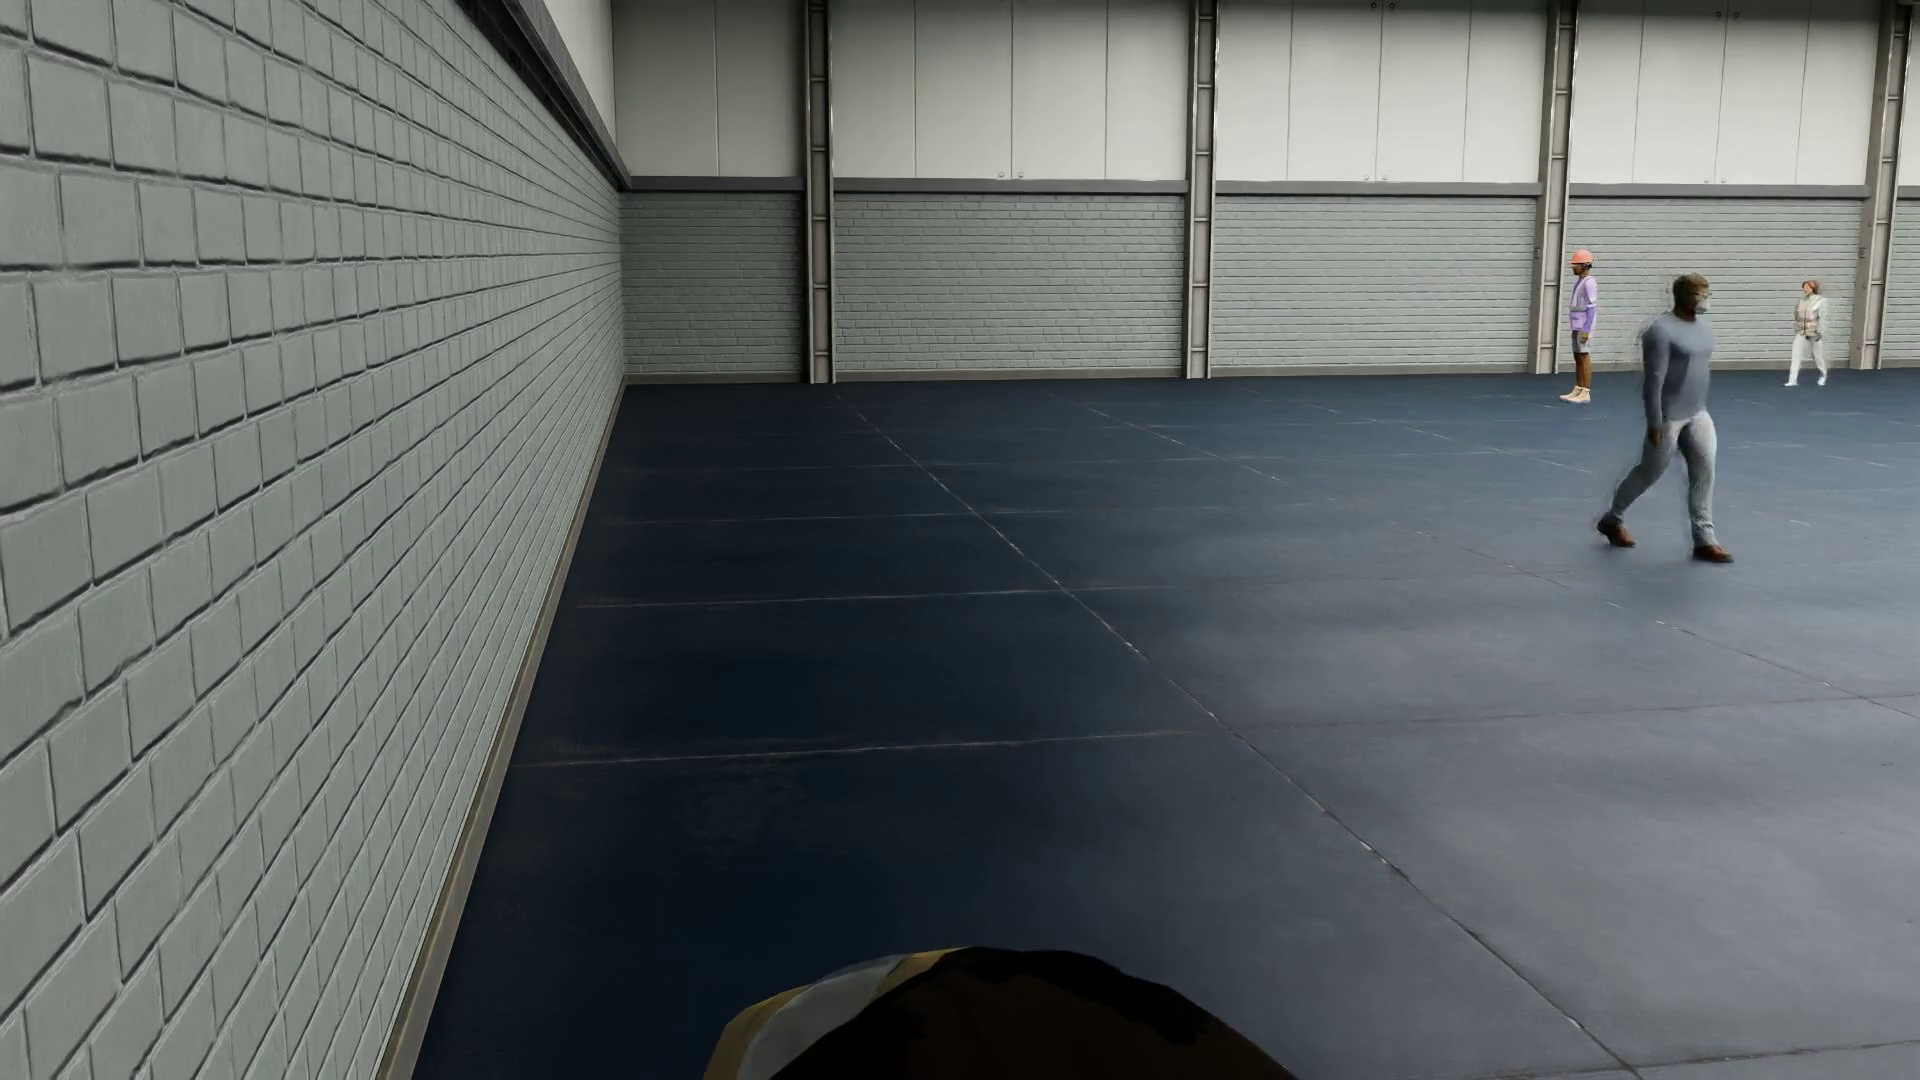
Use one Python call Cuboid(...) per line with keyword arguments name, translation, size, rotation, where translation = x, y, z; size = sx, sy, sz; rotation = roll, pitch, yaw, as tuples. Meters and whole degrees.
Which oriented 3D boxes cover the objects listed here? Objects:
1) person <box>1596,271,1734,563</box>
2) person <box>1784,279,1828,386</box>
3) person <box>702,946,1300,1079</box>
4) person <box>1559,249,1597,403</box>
Cuboid(name="person", translation=(4.718, -0.836, 11.076), size=(0.642, 1.905, 0.981), rotation=(-5, 11, -28))
Cuboid(name="person", translation=(12.787, -3.110, 24.991), size=(0.805, 1.606, 0.513), rotation=(-7, 12, -34))
Cuboid(name="person", translation=(0.049, 0.939, 1.009), size=(0.622, 1.845, 0.429), rotation=(6, 11, 29))
Cuboid(name="person", translation=(8.277, -2.844, 22.209), size=(0.397, 2.044, 0.609), rotation=(1, 10, 6))
